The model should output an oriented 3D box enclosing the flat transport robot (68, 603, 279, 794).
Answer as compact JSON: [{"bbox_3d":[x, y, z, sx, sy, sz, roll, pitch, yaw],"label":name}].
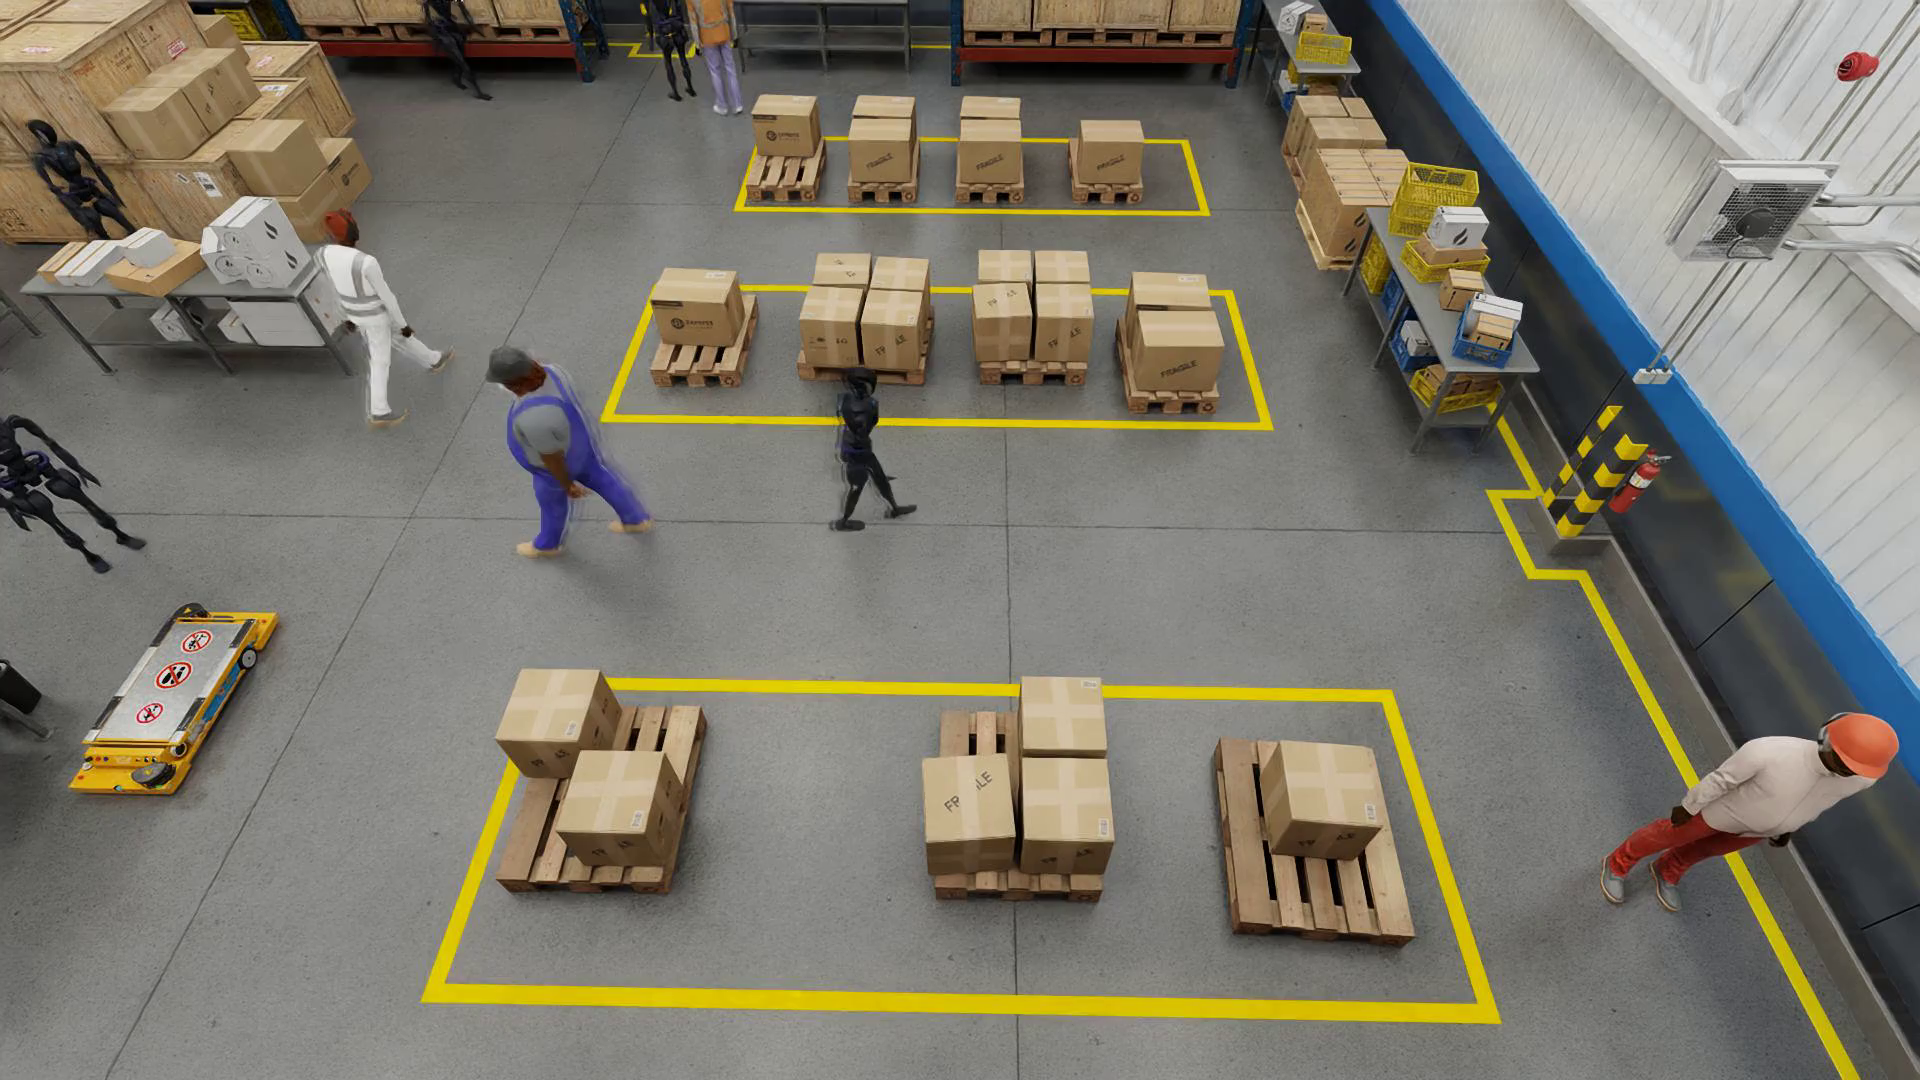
[{"bbox_3d":[-5.504,1.072,6.442,0.652,0.197,1.431,1,50,1],"label":"flat transport robot"}]

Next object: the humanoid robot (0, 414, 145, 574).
[{"bbox_3d":[-6.809,-0.401,6.782,0.329,1.651,0.565,24,54,19],"label":"humanoid robot"}]

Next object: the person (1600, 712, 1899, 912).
[{"bbox_3d":[4.237,1.494,4.973,0.608,1.995,0.375,8,50,7],"label":"person"}]

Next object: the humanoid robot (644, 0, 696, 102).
[{"bbox_3d":[-3.869,-6.724,12.138,0.334,1.652,0.597,30,56,23],"label":"humanoid robot"}]

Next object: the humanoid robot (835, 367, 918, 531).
[{"bbox_3d":[-0.702,-0.663,7.022,0.734,1.627,0.613,1,50,1],"label":"humanoid robot"}]

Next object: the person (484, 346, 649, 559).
[{"bbox_3d":[-3.028,-0.667,6.772,0.978,2.000,0.684,0,50,0],"label":"person"}]

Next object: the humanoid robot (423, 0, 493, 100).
[{"bbox_3d":[-6.807,-6.758,12.202,0.765,1.648,0.561,14,51,11],"label":"humanoid robot"}]

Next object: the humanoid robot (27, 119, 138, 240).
[{"bbox_3d":[-8.932,-3.477,9.396,0.573,1.642,0.590,15,51,13],"label":"humanoid robot"}]

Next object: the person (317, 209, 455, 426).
[{"bbox_3d":[-5.162,-1.963,8.039,0.591,1.792,1.158,17,52,14],"label":"person"}]

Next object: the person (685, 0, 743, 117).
[{"bbox_3d":[-3.140,-6.445,11.736,0.590,1.925,0.376,-24,54,-19],"label":"person"}]
